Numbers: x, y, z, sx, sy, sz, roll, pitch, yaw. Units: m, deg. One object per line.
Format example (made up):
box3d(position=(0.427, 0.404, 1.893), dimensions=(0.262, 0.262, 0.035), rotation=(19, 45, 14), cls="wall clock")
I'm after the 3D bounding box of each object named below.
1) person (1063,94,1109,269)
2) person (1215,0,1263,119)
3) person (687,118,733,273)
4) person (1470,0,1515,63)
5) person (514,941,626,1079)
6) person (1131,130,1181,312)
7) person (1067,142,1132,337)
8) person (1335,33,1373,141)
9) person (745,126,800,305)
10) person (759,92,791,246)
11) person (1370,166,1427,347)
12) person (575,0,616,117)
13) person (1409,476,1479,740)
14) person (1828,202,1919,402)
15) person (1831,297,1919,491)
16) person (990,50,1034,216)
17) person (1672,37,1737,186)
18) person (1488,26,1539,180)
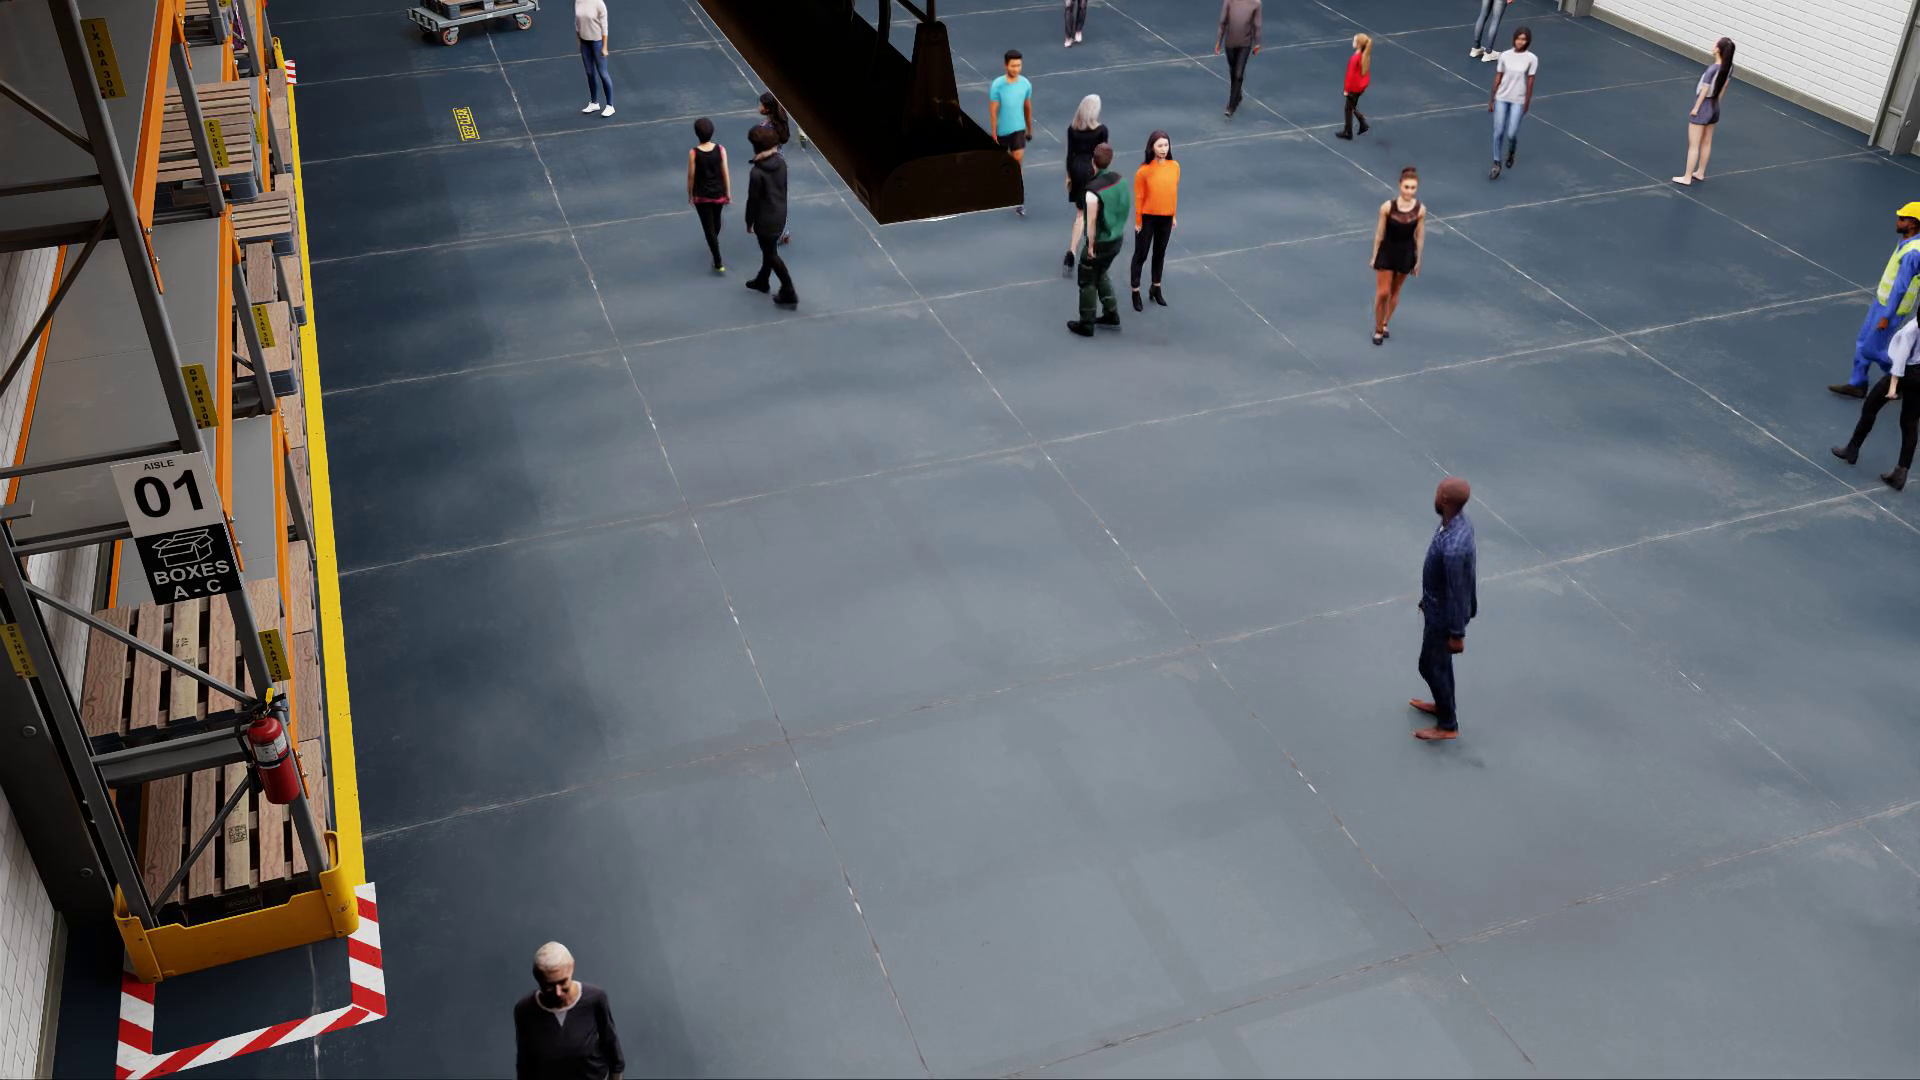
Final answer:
box3d(position=(1.255, -3.549, 16.687), dimensions=(1.114, 1.686, 1.225), rotation=(11, 35, 17), cls="person")
box3d(position=(3.461, -6.136, 20.546), dimensions=(1.183, 1.722, 1.131), rotation=(-6, 34, -10), cls="person")
box3d(position=(-2.494, -3.433, 16.670), dimensions=(0.607, 1.511, 1.007), rotation=(-15, 36, -21), cls="person")
box3d(position=(7.202, -7.412, 22.350), dimensions=(0.777, 1.853, 0.613), rotation=(-21, 39, -29), cls="person")
box3d(position=(-1.799, 2.440, 7.646), dimensions=(0.669, 1.721, 0.660), rotation=(-7, 34, -10), cls="person")
box3d(position=(1.852, -3.065, 15.903), dimensions=(0.628, 1.748, 0.563), rotation=(-14, 36, -20), cls="person")
box3d(position=(1.366, -2.766, 15.396), dimensions=(0.826, 1.813, 0.779), rotation=(23, 40, 30), cls="person")
box3d(position=(4.770, -5.392, 19.834), dimensions=(0.718, 1.273, 0.637), rotation=(26, 42, 34), cls="person")
box3d(position=(-1.774, -3.065, 15.900), dimensions=(1.073, 1.752, 0.959), rotation=(20, 39, 27), cls="person")
box3d(position=(-1.917, -3.859, 17.219), dimensions=(0.722, 1.614, 0.576), rotation=(-2, 34, -3), cls="person")
box3d(position=(4.022, -2.658, 15.369), dimensions=(0.727, 1.662, 0.800), rotation=(2, 34, 4), cls="person")
box3d(position=(-4.515, -6.112, 20.513), dimensions=(0.673, 1.719, 0.745), rotation=(17, 37, 23), cls="person")
box3d(position=(3.141, 0.461, 10.570), dimensions=(0.917, 1.780, 0.811), rotation=(1, 34, 1), cls="person")
box3d(position=(8.058, -1.993, 14.250), dimensions=(1.013, 1.793, 0.976), rotation=(10, 35, 15), cls="person")
box3d(position=(7.542, -1.190, 13.109), dimensions=(0.664, 1.718, 0.884), rotation=(-9, 35, -14), cls="person")
box3d(position=(0.495, -4.439, 17.973), dimensions=(0.735, 1.745, 1.128), rotation=(-8, 35, -12), cls="person")
box3d(position=(8.366, -4.800, 18.602), dimensions=(0.641, 1.651, 0.600), rotation=(-20, 39, -28), cls="person")
box3d(position=(6.220, -4.950, 18.776), dimensions=(0.780, 1.708, 0.835), rotation=(17, 37, 24), cls="person")
